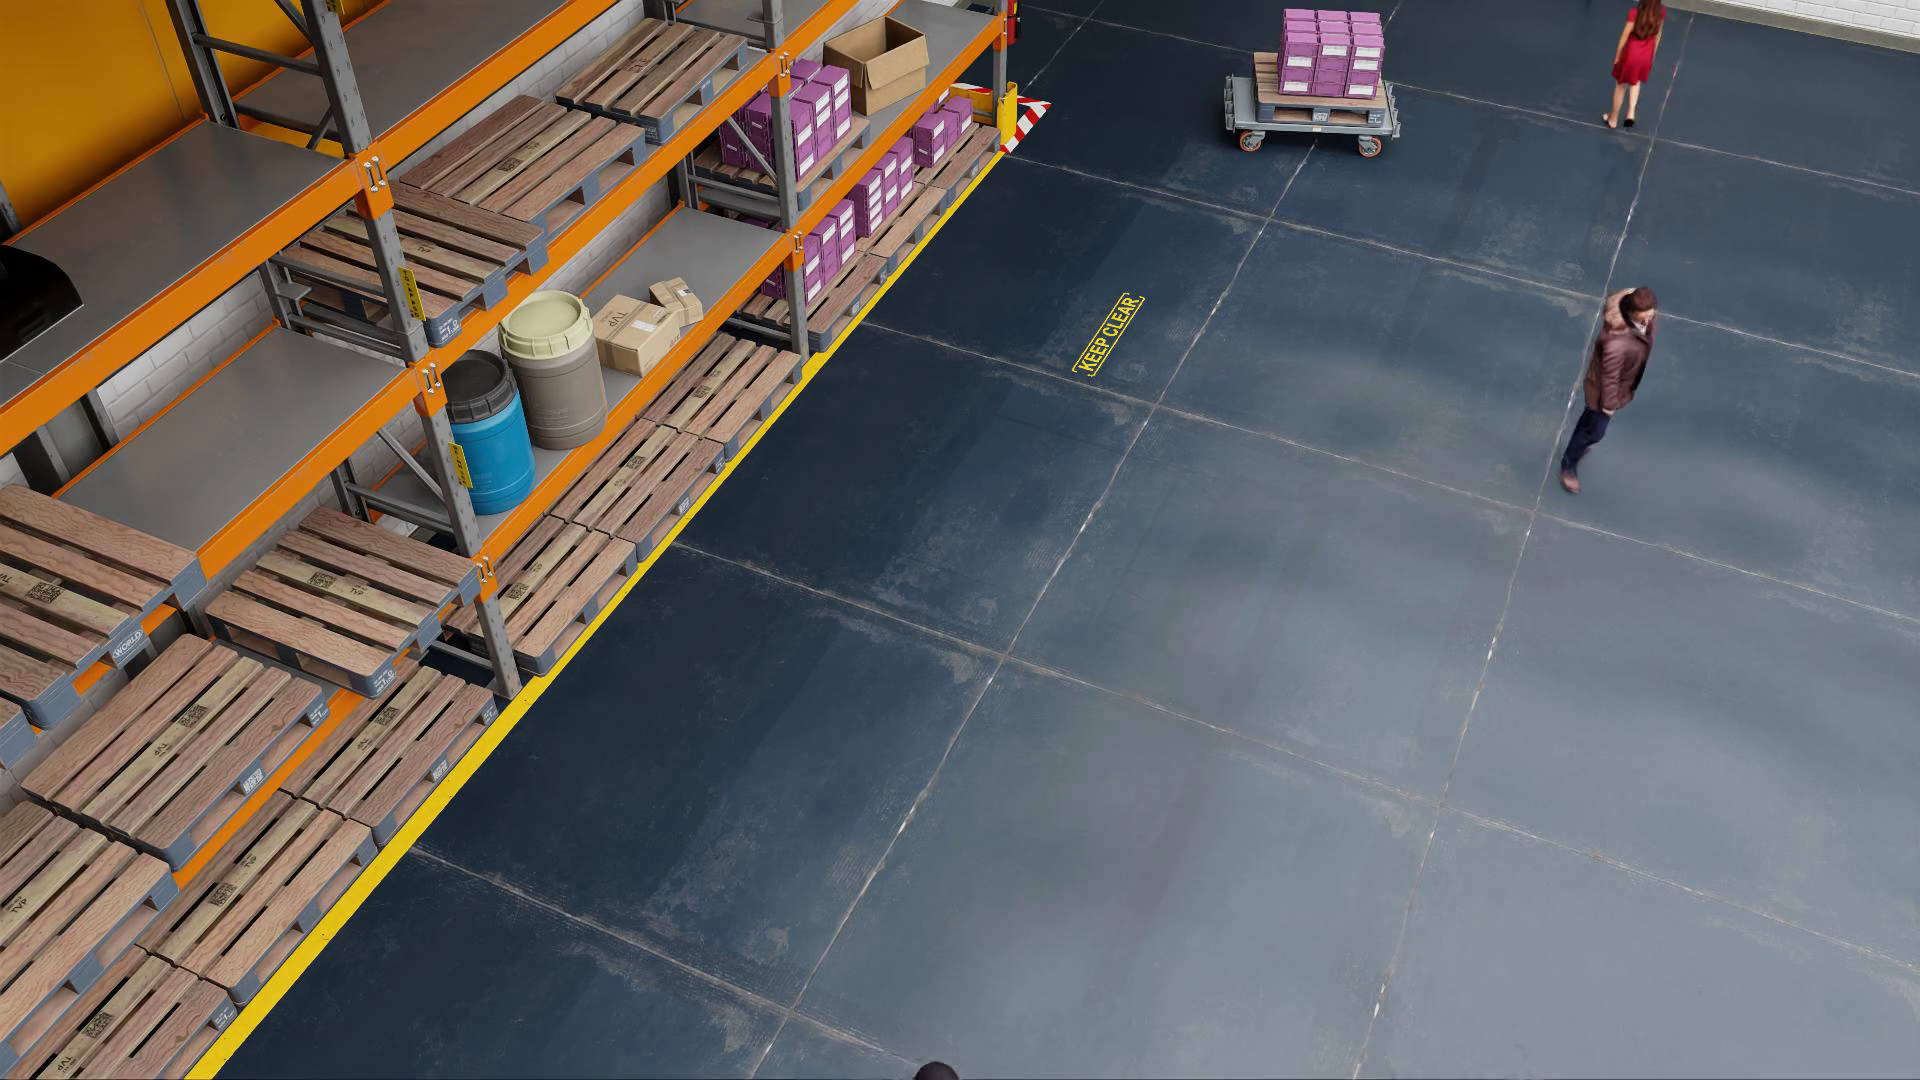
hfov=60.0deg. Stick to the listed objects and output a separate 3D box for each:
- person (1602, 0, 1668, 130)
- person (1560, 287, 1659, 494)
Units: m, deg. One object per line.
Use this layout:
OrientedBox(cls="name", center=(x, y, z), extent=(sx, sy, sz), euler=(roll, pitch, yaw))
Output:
OrientedBox(cls="person", center=(6.506, -4.621, 15.939), extent=(0.723, 1.542, 0.823), euler=(-2, 44, -2))
OrientedBox(cls="person", center=(4.738, -1.198, 12.154), extent=(0.971, 1.807, 0.639), euler=(16, 46, 16))
